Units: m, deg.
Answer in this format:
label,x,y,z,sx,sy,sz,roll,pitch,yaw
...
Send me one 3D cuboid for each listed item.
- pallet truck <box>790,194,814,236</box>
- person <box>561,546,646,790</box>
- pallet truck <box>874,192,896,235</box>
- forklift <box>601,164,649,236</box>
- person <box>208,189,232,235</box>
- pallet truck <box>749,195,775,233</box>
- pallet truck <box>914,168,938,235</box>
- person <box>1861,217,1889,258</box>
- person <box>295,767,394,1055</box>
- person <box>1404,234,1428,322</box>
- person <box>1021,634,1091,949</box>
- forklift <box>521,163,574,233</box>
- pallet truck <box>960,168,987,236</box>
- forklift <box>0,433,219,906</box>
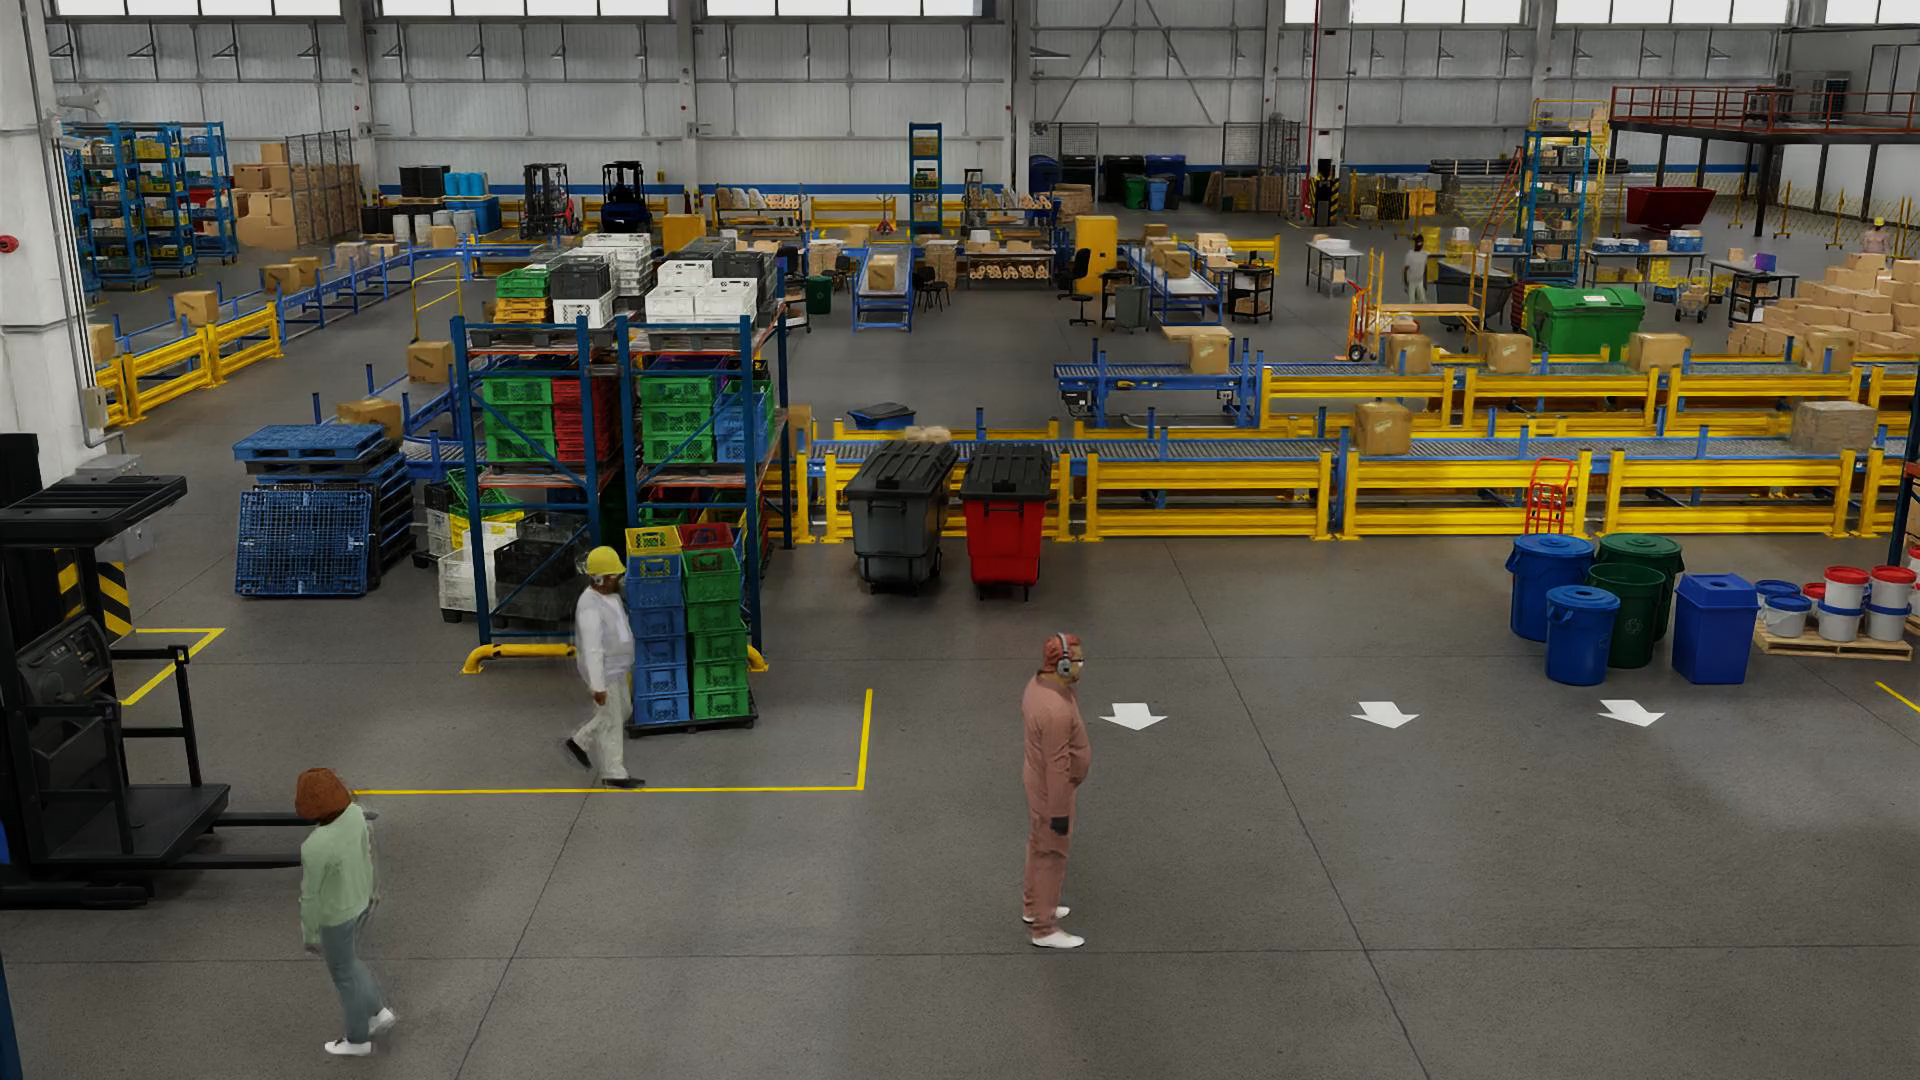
label,x,y,z,sx,sy,sz,roll,pitch,yaw
pallet truck,-4.814,-9.883,50.259,0.704,1.261,1.522,-1,16,-3
person,-2.571,0.910,11.808,0.542,1.821,0.594,1,16,2
pallet truck,-2.277,-9.986,50.594,0.653,1.274,1.630,0,16,-1
forklift,-9.948,-10.127,49.296,1.157,1.987,2.680,-1,16,-3
person,-20.309,-8.794,45.587,0.592,1.777,0.938,-13,21,-39
pallet truck,-6.051,-9.967,50.660,0.680,1.201,1.601,0,16,-1
pallet truck,-0.989,-10.316,50.507,0.823,1.965,1.885,1,16,3
person,20.220,-6.263,36.832,0.554,1.750,0.489,12,20,35
person,-3.234,1.927,8.604,0.343,1.618,0.529,3,16,10
person,8.854,-4.989,32.230,0.546,1.860,0.380,-5,17,-17
person,0.566,1.460,9.762,0.397,1.898,0.644,-1,16,-5
forklift,-12.233,-10.122,49.298,1.157,1.987,2.680,0,16,-1
pallet truck,0.383,-10.230,50.206,0.823,1.965,1.885,-1,16,-3
forklift,-5.952,0.780,10.366,1.873,2.768,1.129,0,16,-1
